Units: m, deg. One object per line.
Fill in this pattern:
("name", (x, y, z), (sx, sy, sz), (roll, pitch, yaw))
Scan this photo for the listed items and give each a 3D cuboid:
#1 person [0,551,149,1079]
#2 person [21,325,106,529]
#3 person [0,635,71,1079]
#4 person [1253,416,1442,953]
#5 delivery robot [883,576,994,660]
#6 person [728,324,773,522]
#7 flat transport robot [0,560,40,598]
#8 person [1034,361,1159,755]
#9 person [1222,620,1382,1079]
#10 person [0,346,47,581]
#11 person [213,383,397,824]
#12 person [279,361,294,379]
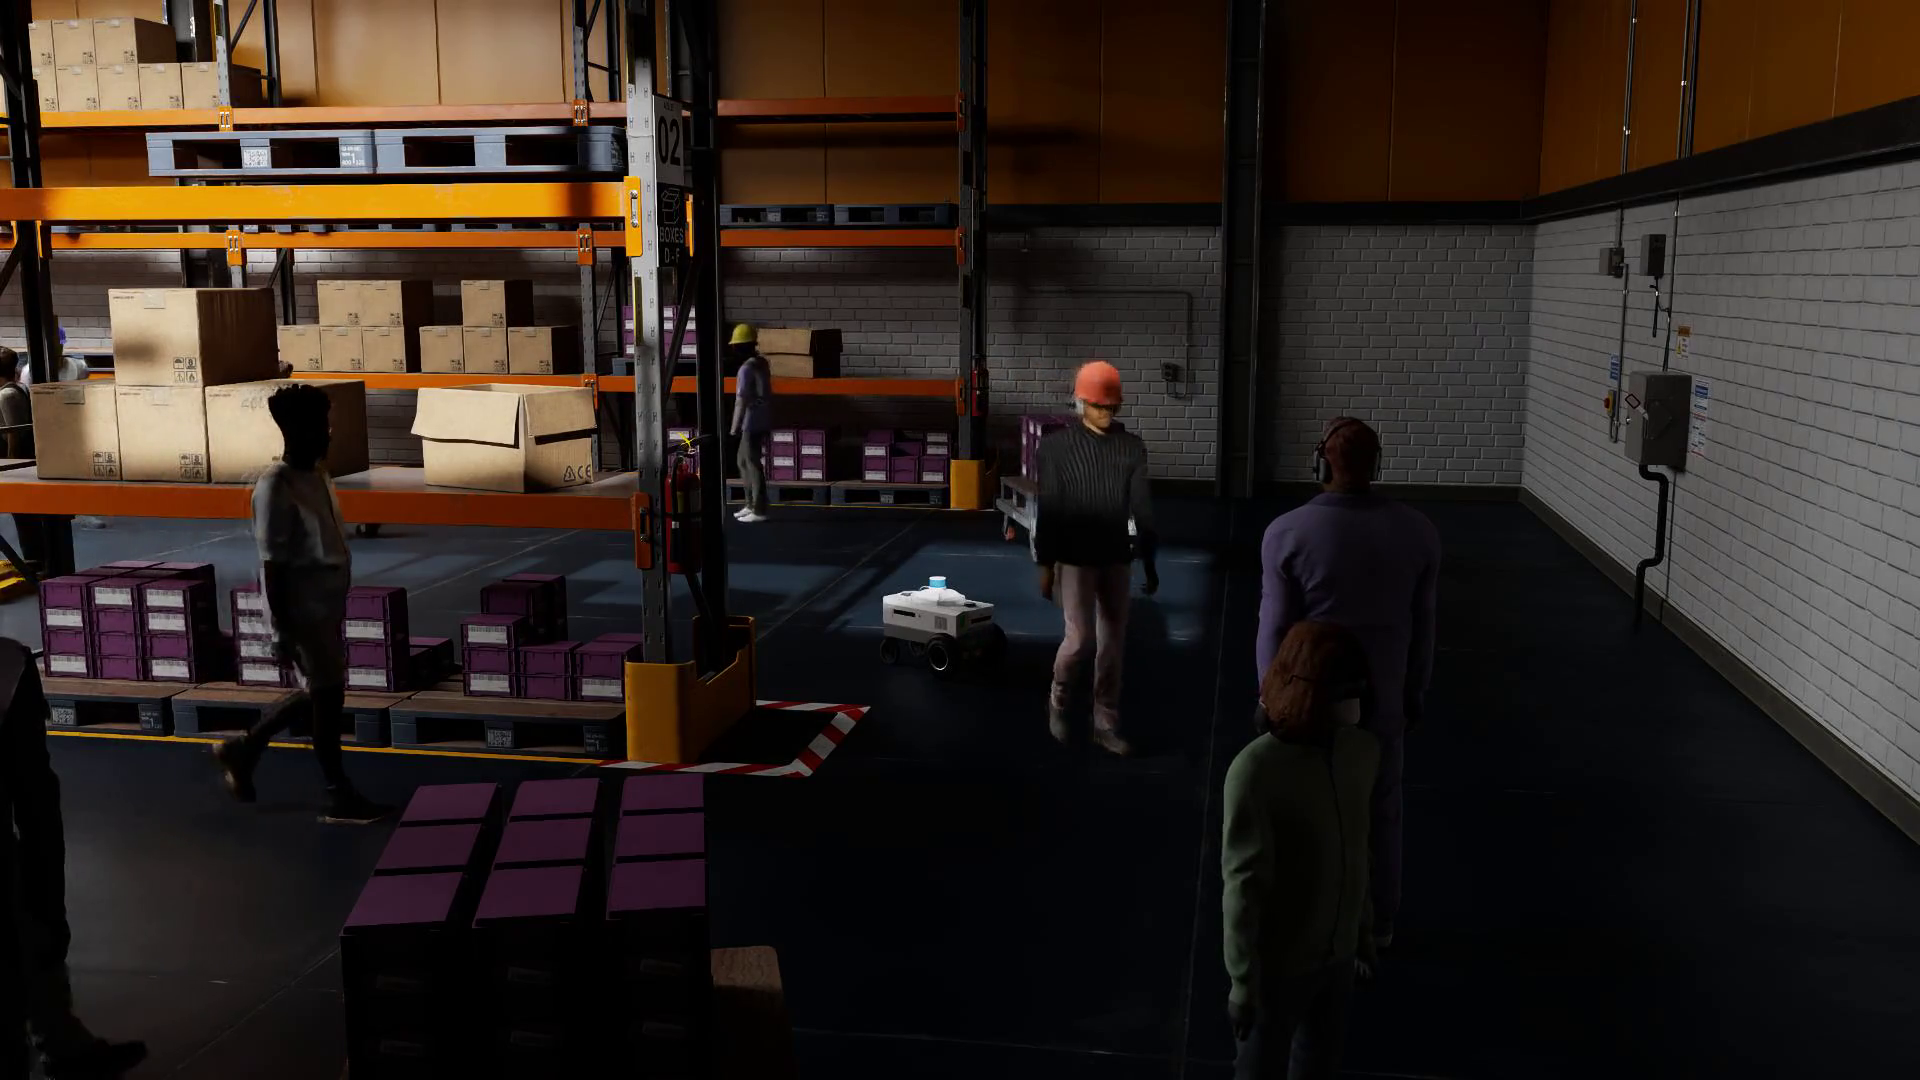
("person", (-2.719, 0.766, 4.662), (0.784, 1.800, 0.613), (-2, 9, -14))
("person", (-8.350, -1.039, 15.458), (0.435, 1.938, 0.643), (8, 12, 41))
("person", (-2.371, 0.850, 3.798), (0.596, 1.915, 0.372), (-3, 10, -20))
("person", (1.336, 0.522, 5.850), (0.641, 1.913, 0.408), (-1, 9, -8))
("delivery robot", (-0.136, 0.465, 10.107), (0.707, 0.478, 0.477), (8, 12, 41))
("person", (-2.076, -1.109, 15.941), (0.549, 1.911, 0.623), (2, 9, 10))
("flat transport robot", (-7.712, 0.297, 12.315), (1.431, 0.197, 0.652), (-1, 9, -6))
("person", (0.687, 0.098, 8.299), (0.633, 1.973, 0.430), (-4, 10, -24))
("person", (0.793, 0.982, 3.851), (0.504, 1.632, 0.268), (-7, 12, -39))
("person", (-7.297, -0.574, 12.850), (0.328, 1.844, 0.511), (-3, 10, -19))
("person", (-2.902, 0.286, 7.217), (0.766, 1.944, 0.611), (0, 9, 0))
("person", (-6.062, -0.811, 15.046), (0.772, 1.604, 0.514), (0, 9, 1))
